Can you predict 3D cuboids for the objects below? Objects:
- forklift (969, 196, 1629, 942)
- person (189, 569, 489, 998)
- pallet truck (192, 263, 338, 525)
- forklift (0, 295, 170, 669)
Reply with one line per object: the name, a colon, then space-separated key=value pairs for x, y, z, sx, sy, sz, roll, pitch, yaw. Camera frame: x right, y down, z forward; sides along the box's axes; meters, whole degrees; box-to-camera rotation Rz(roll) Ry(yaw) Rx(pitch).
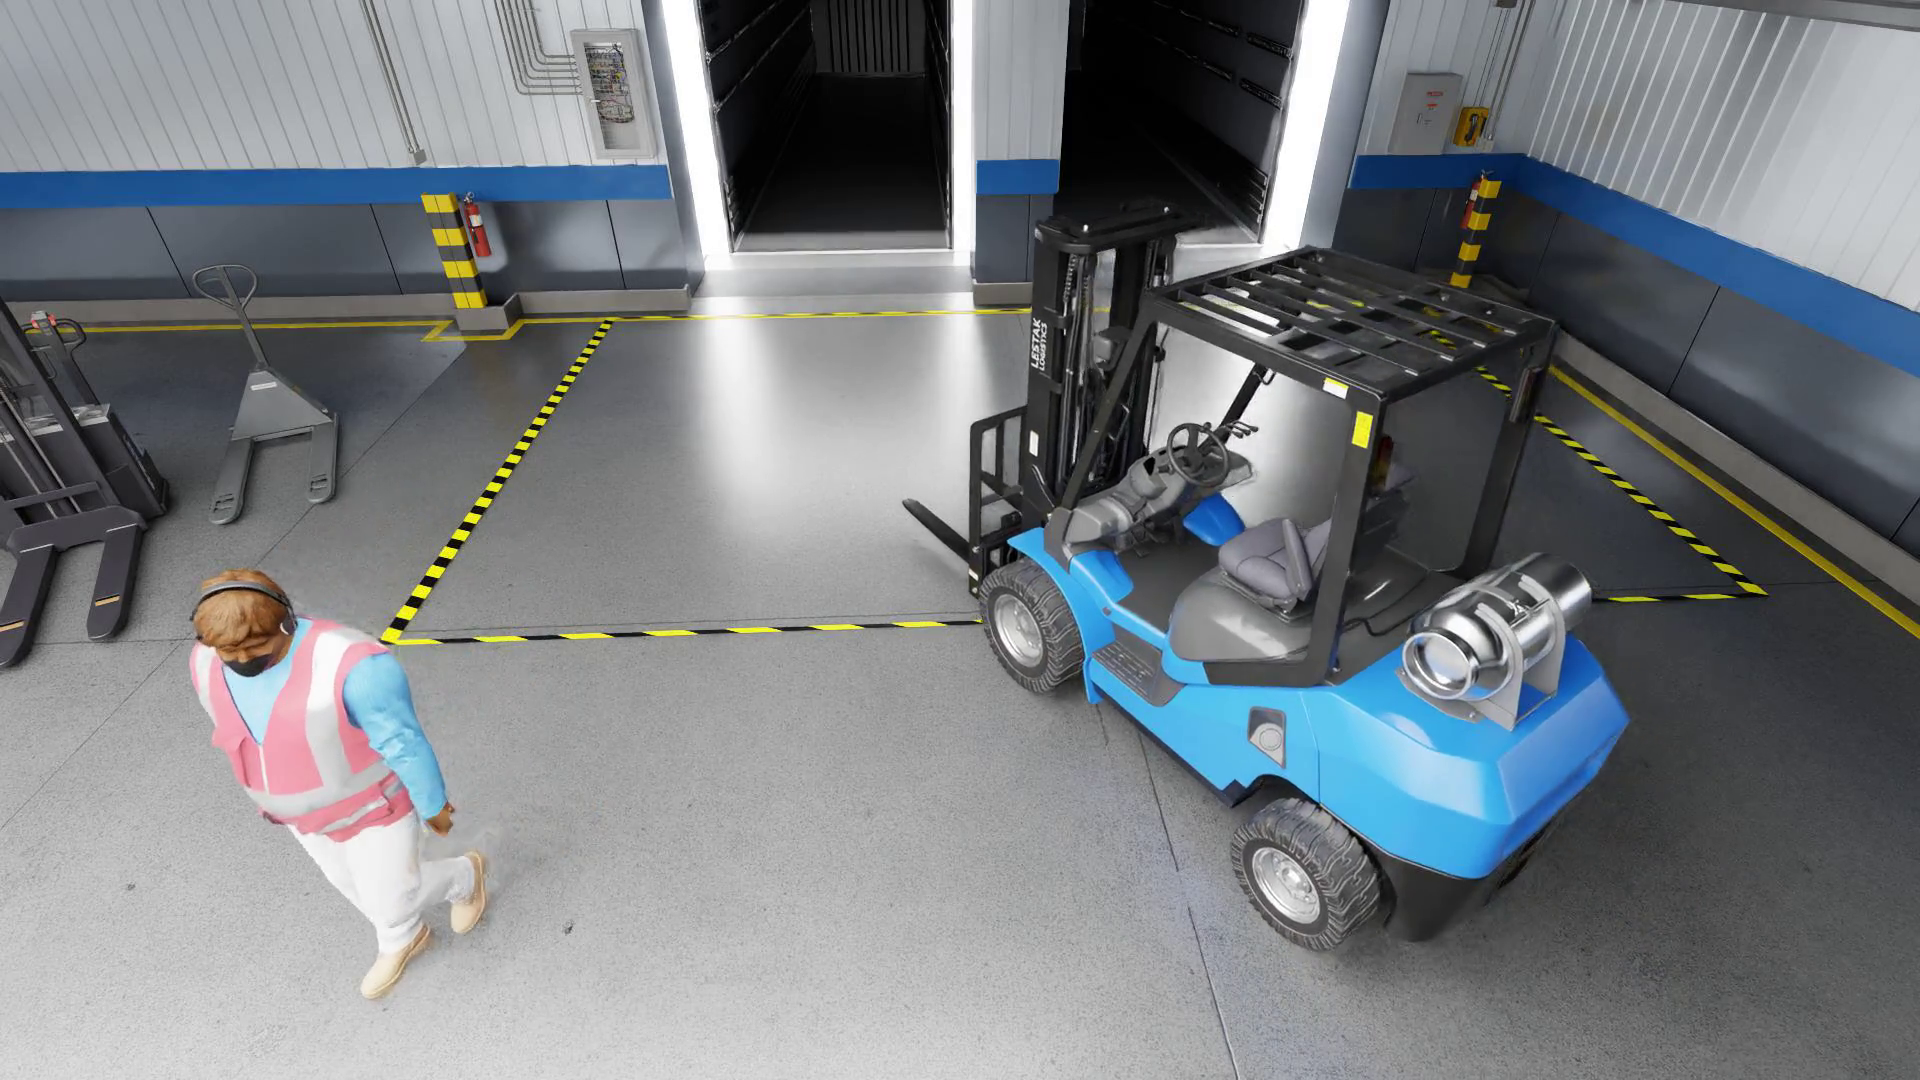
forklift: x=1.263 y=-0.072 z=3.783 sx=1.157 sy=2.036 sz=2.680 roll=-22 pitch=40 yaw=-28
person: x=-1.961 y=0.807 z=2.987 sx=0.655 sy=1.818 sz=0.508 roll=7 pitch=35 yaw=9
pallet truck: x=-4.778 y=-1.027 z=6.128 sx=0.680 sy=1.201 sz=1.601 roll=-17 pitch=38 yaw=-23
forklift: x=-5.212 y=-0.618 z=4.878 sx=0.823 sy=1.965 sz=1.885 roll=-20 pitch=39 yaw=-26
